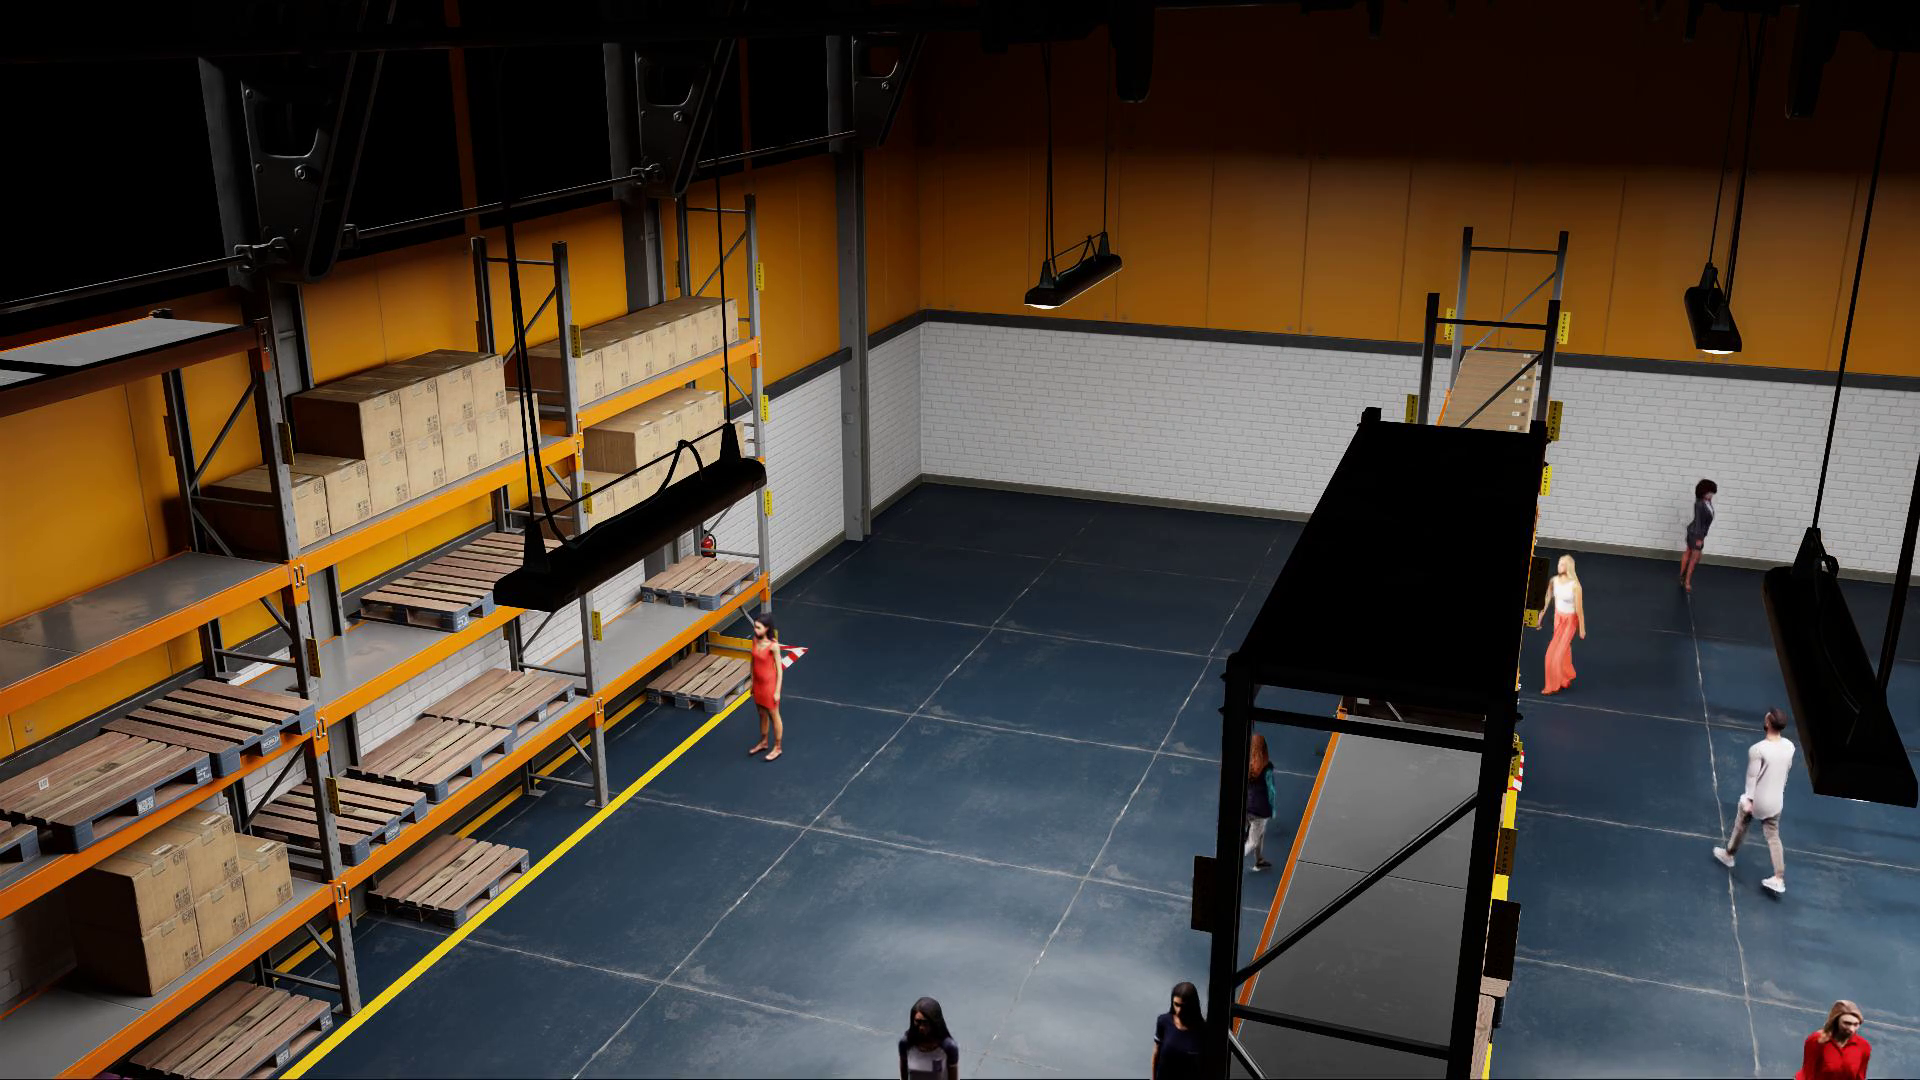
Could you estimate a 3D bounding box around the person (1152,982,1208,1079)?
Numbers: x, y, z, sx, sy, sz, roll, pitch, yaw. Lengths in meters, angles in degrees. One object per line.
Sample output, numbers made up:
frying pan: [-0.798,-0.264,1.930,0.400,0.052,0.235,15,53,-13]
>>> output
person: [1.604,3.899,11.895,0.573,1.746,0.901,7,20,20]

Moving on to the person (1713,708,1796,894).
person: [7.766,2.510,15.935,1.076,1.799,1.269,-4,19,-12]

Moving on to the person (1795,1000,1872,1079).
person: [6.112,3.967,11.809,0.753,1.673,1.133,3,19,9]

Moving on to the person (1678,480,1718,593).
person: [10.520,-0.072,23.790,0.783,1.681,0.608,6,20,18]

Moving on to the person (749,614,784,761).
person: [-2.169,1.630,18.674,0.653,1.719,0.616,14,23,37]

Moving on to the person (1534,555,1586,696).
person: [7.476,1.029,20.371,1.061,1.775,0.995,-9,20,-24]

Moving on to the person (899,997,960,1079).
person: [-0.191,3.950,11.855,0.723,1.676,1.003,2,19,6]
